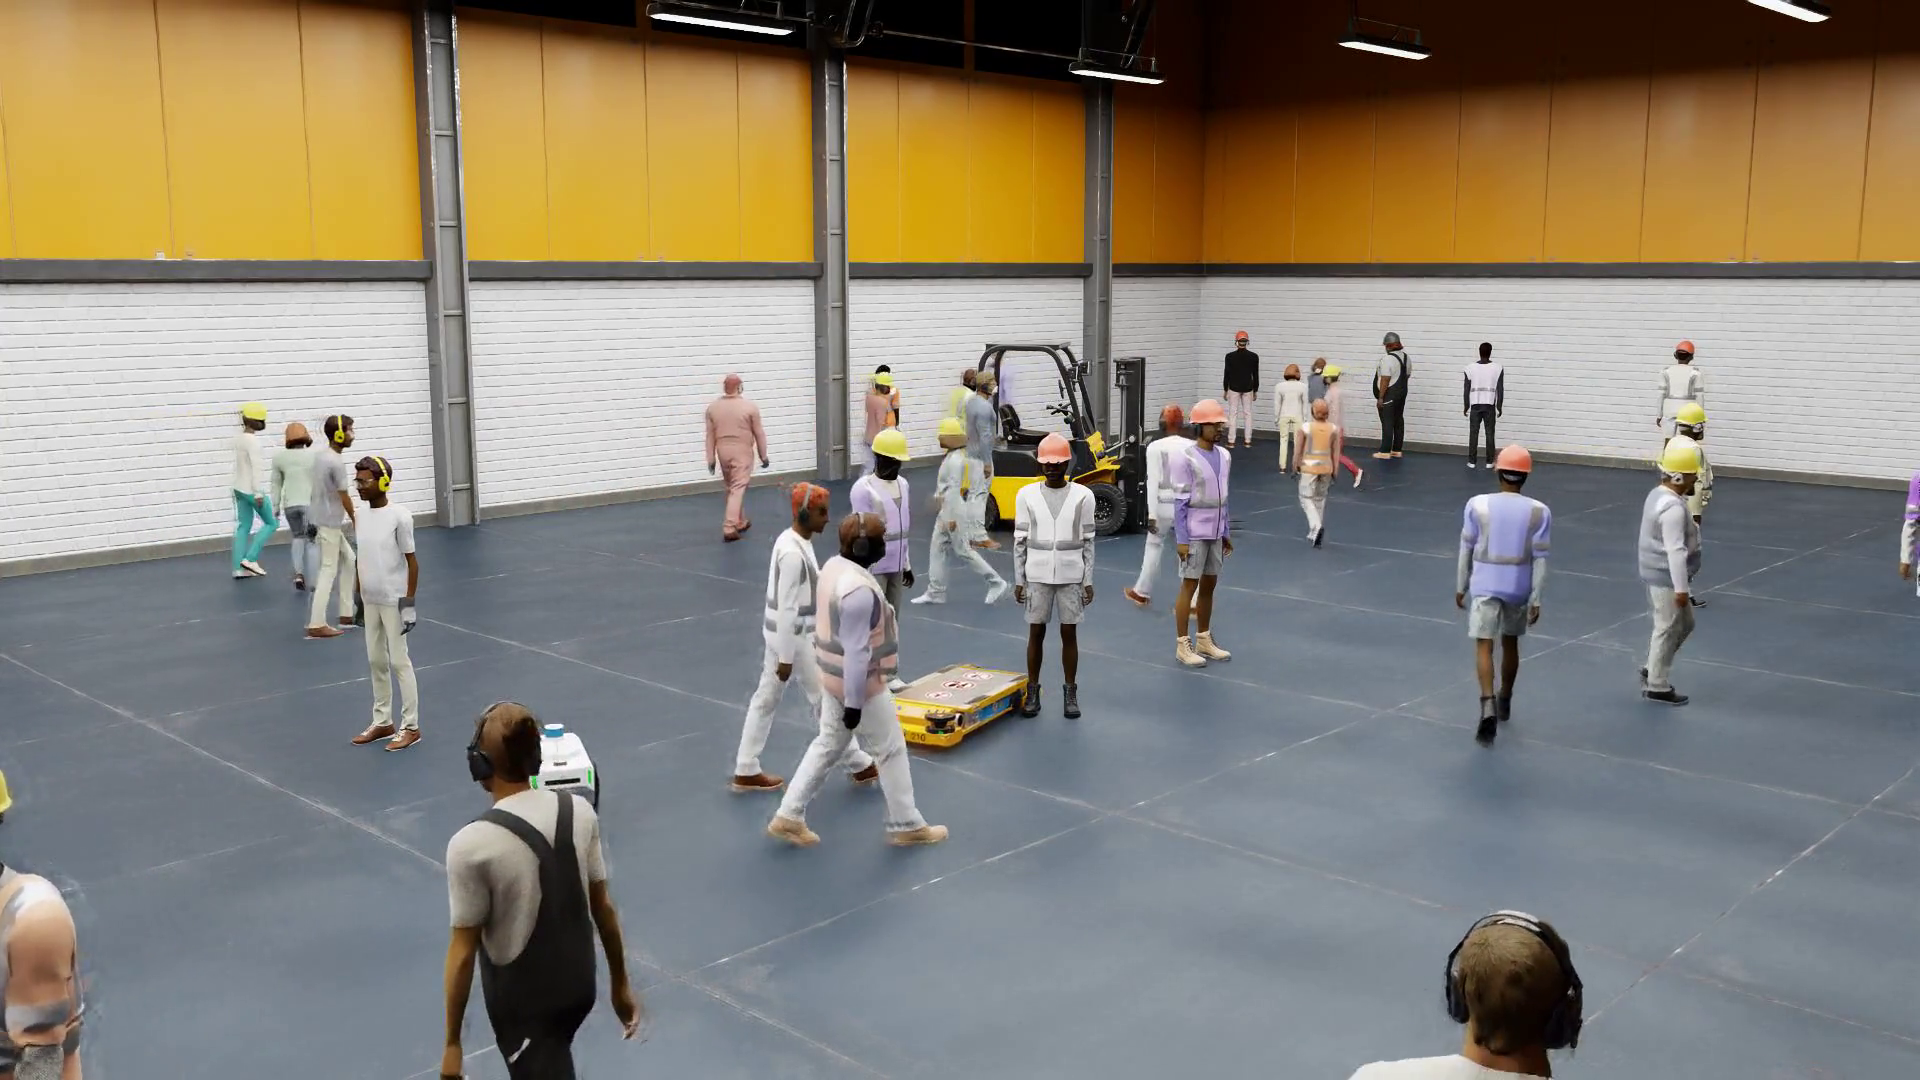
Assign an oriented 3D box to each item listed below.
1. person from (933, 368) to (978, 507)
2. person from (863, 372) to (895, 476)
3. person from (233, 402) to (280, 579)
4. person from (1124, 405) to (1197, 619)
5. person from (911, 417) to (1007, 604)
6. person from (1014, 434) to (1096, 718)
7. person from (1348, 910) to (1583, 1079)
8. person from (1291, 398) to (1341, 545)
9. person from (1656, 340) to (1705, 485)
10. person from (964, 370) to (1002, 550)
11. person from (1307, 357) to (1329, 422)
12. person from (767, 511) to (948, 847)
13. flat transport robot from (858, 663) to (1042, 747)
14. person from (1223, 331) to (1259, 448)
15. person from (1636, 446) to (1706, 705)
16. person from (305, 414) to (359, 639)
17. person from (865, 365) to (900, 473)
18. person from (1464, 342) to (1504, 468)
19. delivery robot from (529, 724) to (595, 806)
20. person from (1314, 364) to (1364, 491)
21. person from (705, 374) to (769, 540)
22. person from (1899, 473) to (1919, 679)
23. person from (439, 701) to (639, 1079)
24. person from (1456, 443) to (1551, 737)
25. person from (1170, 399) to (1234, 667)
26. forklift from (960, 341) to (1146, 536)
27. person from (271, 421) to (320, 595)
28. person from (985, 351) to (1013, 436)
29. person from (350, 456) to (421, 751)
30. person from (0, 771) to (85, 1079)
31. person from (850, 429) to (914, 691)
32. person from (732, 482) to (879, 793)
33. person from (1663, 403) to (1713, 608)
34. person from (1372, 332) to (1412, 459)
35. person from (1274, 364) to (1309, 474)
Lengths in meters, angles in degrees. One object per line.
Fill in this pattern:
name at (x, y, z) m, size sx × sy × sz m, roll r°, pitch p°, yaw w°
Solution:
person at (0.006, -1.219, 20.600) m, size 0.674 × 1.815 × 0.630 m, roll -2°, pitch 10°, yaw -13°
person at (-1.000, -1.261, 21.098) m, size 0.587 × 1.735 × 0.546 m, roll -5°, pitch 10°, yaw -27°
person at (-6.921, -0.478, 16.239) m, size 0.432 × 1.738 × 0.629 m, roll -9°, pitch 13°, yaw -43°
person at (1.820, -0.269, 14.673) m, size 0.604 × 1.836 × 0.952 m, roll -5°, pitch 10°, yaw -27°
person at (-0.002, -0.256, 14.998) m, size 0.805 × 1.717 × 0.493 m, roll -1°, pitch 9°, yaw -6°
person at (0.636, 0.246, 11.232) m, size 0.552 × 1.936 × 0.358 m, roll 1°, pitch 9°, yaw 4°
person at (0.953, 1.606, 3.023) m, size 0.637 × 1.909 × 0.963 m, roll 7°, pitch 12°, yaw 38°
person at (3.934, -0.747, 18.272) m, size 0.516 × 1.618 × 0.687 m, roll -2°, pitch 9°, yaw -10°
person at (10.064, -1.766, 23.243) m, size 0.615 × 2.041 × 0.392 m, roll 6°, pitch 11°, yaw 34°
person at (0.237, -0.870, 18.068) m, size 0.379 × 1.940 × 0.629 m, roll -2°, pitch 9°, yaw -10°
person at (5.813, -2.158, 26.945) m, size 0.482 × 1.603 × 0.535 m, roll -9°, pitch 13°, yaw -43°
person at (-0.572, 0.735, 8.674) m, size 0.922 × 1.805 × 0.626 m, roll -3°, pitch 10°, yaw -20°
flat transport robot at (-0.040, 1.085, 11.184) m, size 0.652 × 0.197 × 1.431 m, roll 5°, pitch 10°, yaw 27°
person at (4.773, -2.557, 28.273) m, size 0.611 × 1.986 × 0.401 m, roll -1°, pitch 9°, yaw -8°
person at (4.953, 0.249, 11.573) m, size 0.441 × 1.817 × 0.628 m, roll 2°, pitch 10°, yaw 13°
person at (-5.132, -0.120, 13.785) m, size 0.743 × 1.835 × 0.595 m, roll -7°, pitch 12°, yaw -37°
person at (-1.089, -1.623, 23.459) m, size 0.531 × 1.691 × 0.321 m, roll 3°, pitch 10°, yaw 18°
person at (7.988, -2.056, 25.404) m, size 0.591 × 1.920 × 0.393 m, roll 3°, pitch 10°, yaw 18°
delivery robot at (-2.200, 1.245, 9.048) m, size 0.477 × 0.478 × 0.707 m, roll -3°, pitch 10°, yaw -19°
person at (5.121, -1.525, 22.659) m, size 0.698 × 1.745 × 0.529 m, roll -1°, pitch 9°, yaw -5°
person at (-2.523, -0.943, 18.797) m, size 0.643 × 1.856 × 1.012 m, roll 3°, pitch 10°, yaw 19°
person at (7.131, 0.125, 12.050) m, size 0.568 × 1.908 × 0.752 m, roll 6°, pitch 11°, yaw 33°
person at (-1.244, 1.367, 4.882) m, size 0.986 × 1.784 × 0.571 m, roll 6°, pitch 11°, yaw 32°
person at (3.562, 0.321, 10.903) m, size 0.553 × 1.906 × 0.924 m, roll 2°, pitch 9°, yaw 11°
person at (1.880, -0.059, 12.767) m, size 0.608 × 2.048 × 0.365 m, roll -9°, pitch 13°, yaw -42°
forklift at (0.977, -1.223, 19.452) m, size 2.313 × 2.155 × 1.214 m, roll 2°, pitch 9°, yaw 11°
person at (-6.112, -0.294, 15.531) m, size 0.603 × 1.613 × 0.385 m, roll 1°, pitch 9°, yaw 4°
person at (0.547, -1.977, 24.995) m, size 0.643 × 1.902 × 0.973 m, roll 7°, pitch 12°, yaw 37°
person at (-3.653, 0.397, 10.516) m, size 0.535 × 1.869 × 0.314 m, roll 5°, pitch 11°, yaw 29°
person at (-2.375, 1.420, 4.214) m, size 0.589 × 1.885 × 0.971 m, roll 5°, pitch 10°, yaw 28°
person at (-0.521, 0.175, 11.720) m, size 0.373 × 1.920 × 0.585 m, roll 6°, pitch 11°, yaw 32°
person at (-0.854, 0.569, 9.562) m, size 1.019 × 1.820 × 0.596 m, roll -2°, pitch 9°, yaw -11°
person at (6.548, -0.315, 14.985) m, size 0.403 × 1.835 × 0.591 m, roll 0°, pitch 9°, yaw 2°
person at (6.884, -2.328, 26.700) m, size 0.678 × 2.000 × 0.537 m, roll -8°, pitch 12°, yaw -41°
person at (4.916, -1.796, 24.681) m, size 0.499 × 1.633 × 0.288 m, roll 3°, pitch 10°, yaw 17°
